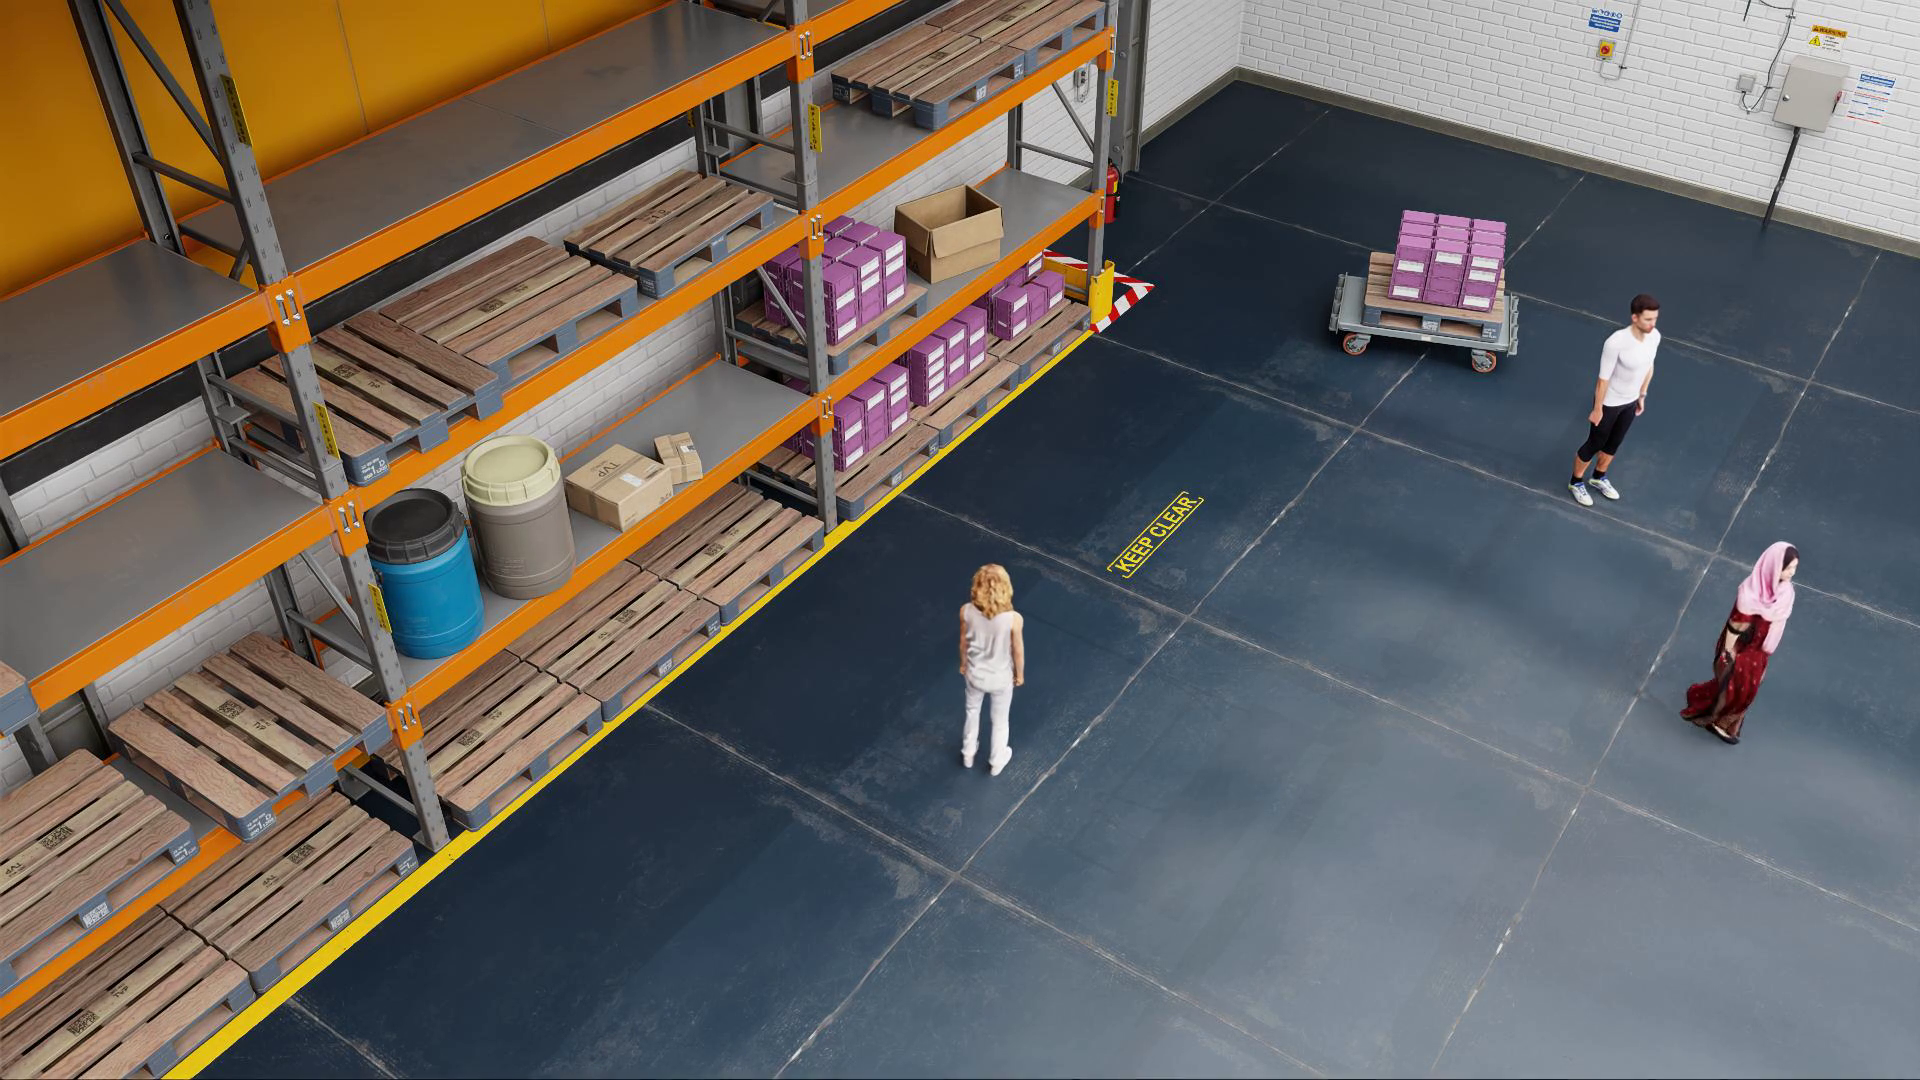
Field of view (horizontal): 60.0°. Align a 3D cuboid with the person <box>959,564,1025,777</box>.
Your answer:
[{"bbox_3d":[0.182,0.845,10.692,0.637,1.670,0.616,13,40,16],"label":"person"}]

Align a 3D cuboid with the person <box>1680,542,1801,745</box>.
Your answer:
[{"bbox_3d":[5.133,0.638,10.976,0.763,1.639,0.865,-20,43,-23],"label":"person"}]

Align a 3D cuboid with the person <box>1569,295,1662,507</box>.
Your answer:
[{"bbox_3d":[5.140,-1.118,13.008,0.682,1.848,0.798,-16,41,-19],"label":"person"}]
